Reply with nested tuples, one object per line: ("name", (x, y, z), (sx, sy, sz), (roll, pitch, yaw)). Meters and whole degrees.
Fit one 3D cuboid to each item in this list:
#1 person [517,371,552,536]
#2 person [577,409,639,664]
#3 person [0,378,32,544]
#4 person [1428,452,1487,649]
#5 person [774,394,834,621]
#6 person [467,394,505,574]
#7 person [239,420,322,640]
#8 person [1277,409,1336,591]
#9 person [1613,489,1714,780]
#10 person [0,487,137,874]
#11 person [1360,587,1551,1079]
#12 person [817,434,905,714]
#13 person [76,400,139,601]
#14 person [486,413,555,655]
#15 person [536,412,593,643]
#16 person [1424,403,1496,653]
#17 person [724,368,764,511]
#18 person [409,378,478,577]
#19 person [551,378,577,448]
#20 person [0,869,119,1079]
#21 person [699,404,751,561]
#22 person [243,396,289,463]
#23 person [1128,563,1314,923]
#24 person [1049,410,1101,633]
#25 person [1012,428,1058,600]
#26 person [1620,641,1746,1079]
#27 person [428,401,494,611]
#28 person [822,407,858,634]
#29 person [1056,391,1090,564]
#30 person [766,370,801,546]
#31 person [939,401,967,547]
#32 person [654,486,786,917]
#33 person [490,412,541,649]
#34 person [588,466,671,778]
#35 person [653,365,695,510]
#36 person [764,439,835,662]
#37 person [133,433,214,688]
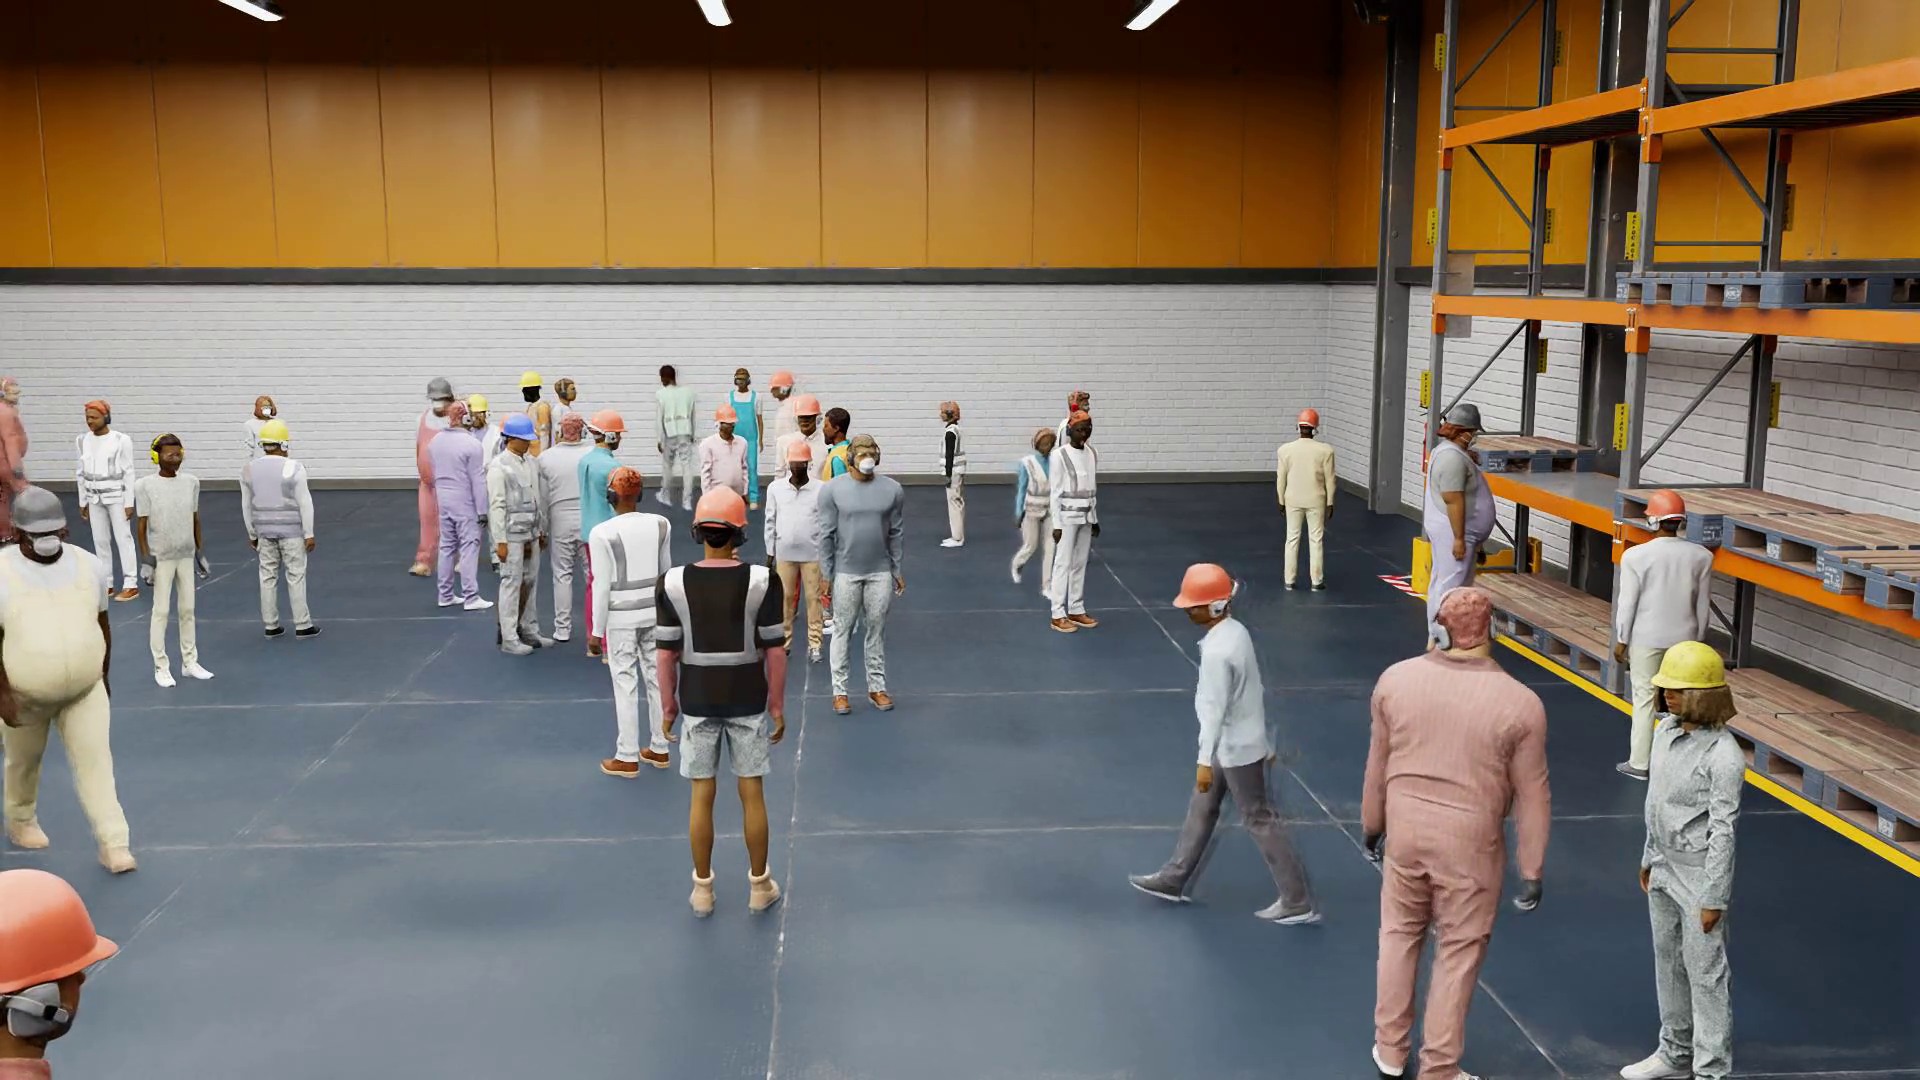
("person", (-4.913, -1.003, 19.357), (0.414, 1.916, 0.588), (-5, 10, -27))
("person", (-2.763, -0.032, 13.041), (0.403, 1.986, 0.611), (-7, 12, -39))
("person", (-10.608, -0.860, 18.564), (0.432, 1.881, 0.754), (-7, 12, -39))
("person", (4.007, 0.092, 13.387), (0.551, 1.632, 0.378), (-6, 11, -33))
("person", (-1.325, -0.276, 14.532), (0.609, 1.996, 0.379), (0, 9, 2))
("person", (-4.856, -0.560, 16.825), (0.590, 1.833, 0.404), (-2, 9, -13))
("person", (-5.628, -0.080, 13.801), (0.588, 1.837, 0.403), (1, 9, 5))
("person", (3.322, -0.382, 15.956), (0.563, 1.752, 0.326), (3, 10, 20))
("person", (4.200, 0.566, 9.992), (0.563, 1.754, 0.338), (0, 9, -3))
("person", (-4.694, 0.659, 8.522), (0.683, 2.000, 1.048), (-8, 12, -43))
("person", (1.803, 1.115, 6.141), (0.726, 1.889, 0.441), (7, 11, 37))
("person", (-0.675, 0.230, 11.531), (0.627, 1.940, 0.371), (-3, 10, -20))
("person", (-7.926, -0.364, 15.465), (0.579, 1.878, 0.344), (2, 9, 11))
("person", (-3.521, -0.050, 13.309), (0.421, 1.937, 0.618), (3, 10, 18))
("person", (-3.178, -0.107, 13.751), (0.655, 1.906, 0.407), (-3, 9, -15))
("person", (3.941, -0.074, 13.122), (0.536, 2.000, 0.672), (1, 9, 6))
("person", (-2.782, -1.291, 21.379), (0.517, 1.843, 0.326), (0, 9, -2))
("person", (-5.199, -0.640, 16.679), (0.704, 2.000, 0.942), (1, 9, 7))
("person", (-4.522, -0.938, 19.158), (0.346, 1.847, 0.506), (0, 9, 1))
("person", (-1.653, 1.562, 2.999), (0.625, 1.990, 0.395), (5, 10, 27))
("person", (-2.314, -0.473, 16.523), (0.564, 1.752, 0.337), (-8, 12, -42))
("person", (-8.053, -0.864, 19.356), (0.500, 1.633, 0.282), (-8, 12, -42))
("person", (1.248, 0.946, 7.787), (0.915, 1.699, 0.588), (2, 9, 13))
("person", (0.983, -0.165, 14.181), (0.337, 1.883, 0.585), (8, 12, 42))
("person", (0.727, -0.270, 15.663), (0.522, 1.608, 0.644), (-4, 10, -22))
("person", (2.614, 1.212, 6.012), (0.346, 1.738, 0.486), (-1, 9, -7))
("person", (-4.506, -0.313, 15.097), (0.636, 1.899, 0.396), (6, 11, 31))
("person", (-0.993, -0.163, 14.065), (0.392, 1.920, 0.587), (1, 9, 3))
("person", (1.151, -0.625, 17.233), (0.386, 1.837, 0.563), (3, 9, 17))
("person", (-1.908, -0.906, 18.526), (0.474, 1.980, 0.619), (-3, 10, -18))
("person", (-0.082, -0.735, 18.566), (0.316, 1.629, 0.508), (1, 9, 9))
("person", (-1.122, 0.763, 7.859), (0.609, 2.044, 0.397), (0, 9, -3))
("person", (-3.603, -0.074, 13.511), (0.392, 1.920, 0.570), (-6, 11, -33))
("person", (-1.988, 0.493, 10.058), (0.358, 1.883, 0.572), (8, 12, 42))
("person", (-3.728, -1.346, 21.697), (0.632, 1.849, 0.969), (-5, 11, -30))
("person", (-1.258, 0.085, 13.009), (0.560, 1.756, 0.318), (1, 9, 4))
("person", (-5.818, 0.141, 12.315), (0.329, 1.869, 0.508), (6, 11, 34))
